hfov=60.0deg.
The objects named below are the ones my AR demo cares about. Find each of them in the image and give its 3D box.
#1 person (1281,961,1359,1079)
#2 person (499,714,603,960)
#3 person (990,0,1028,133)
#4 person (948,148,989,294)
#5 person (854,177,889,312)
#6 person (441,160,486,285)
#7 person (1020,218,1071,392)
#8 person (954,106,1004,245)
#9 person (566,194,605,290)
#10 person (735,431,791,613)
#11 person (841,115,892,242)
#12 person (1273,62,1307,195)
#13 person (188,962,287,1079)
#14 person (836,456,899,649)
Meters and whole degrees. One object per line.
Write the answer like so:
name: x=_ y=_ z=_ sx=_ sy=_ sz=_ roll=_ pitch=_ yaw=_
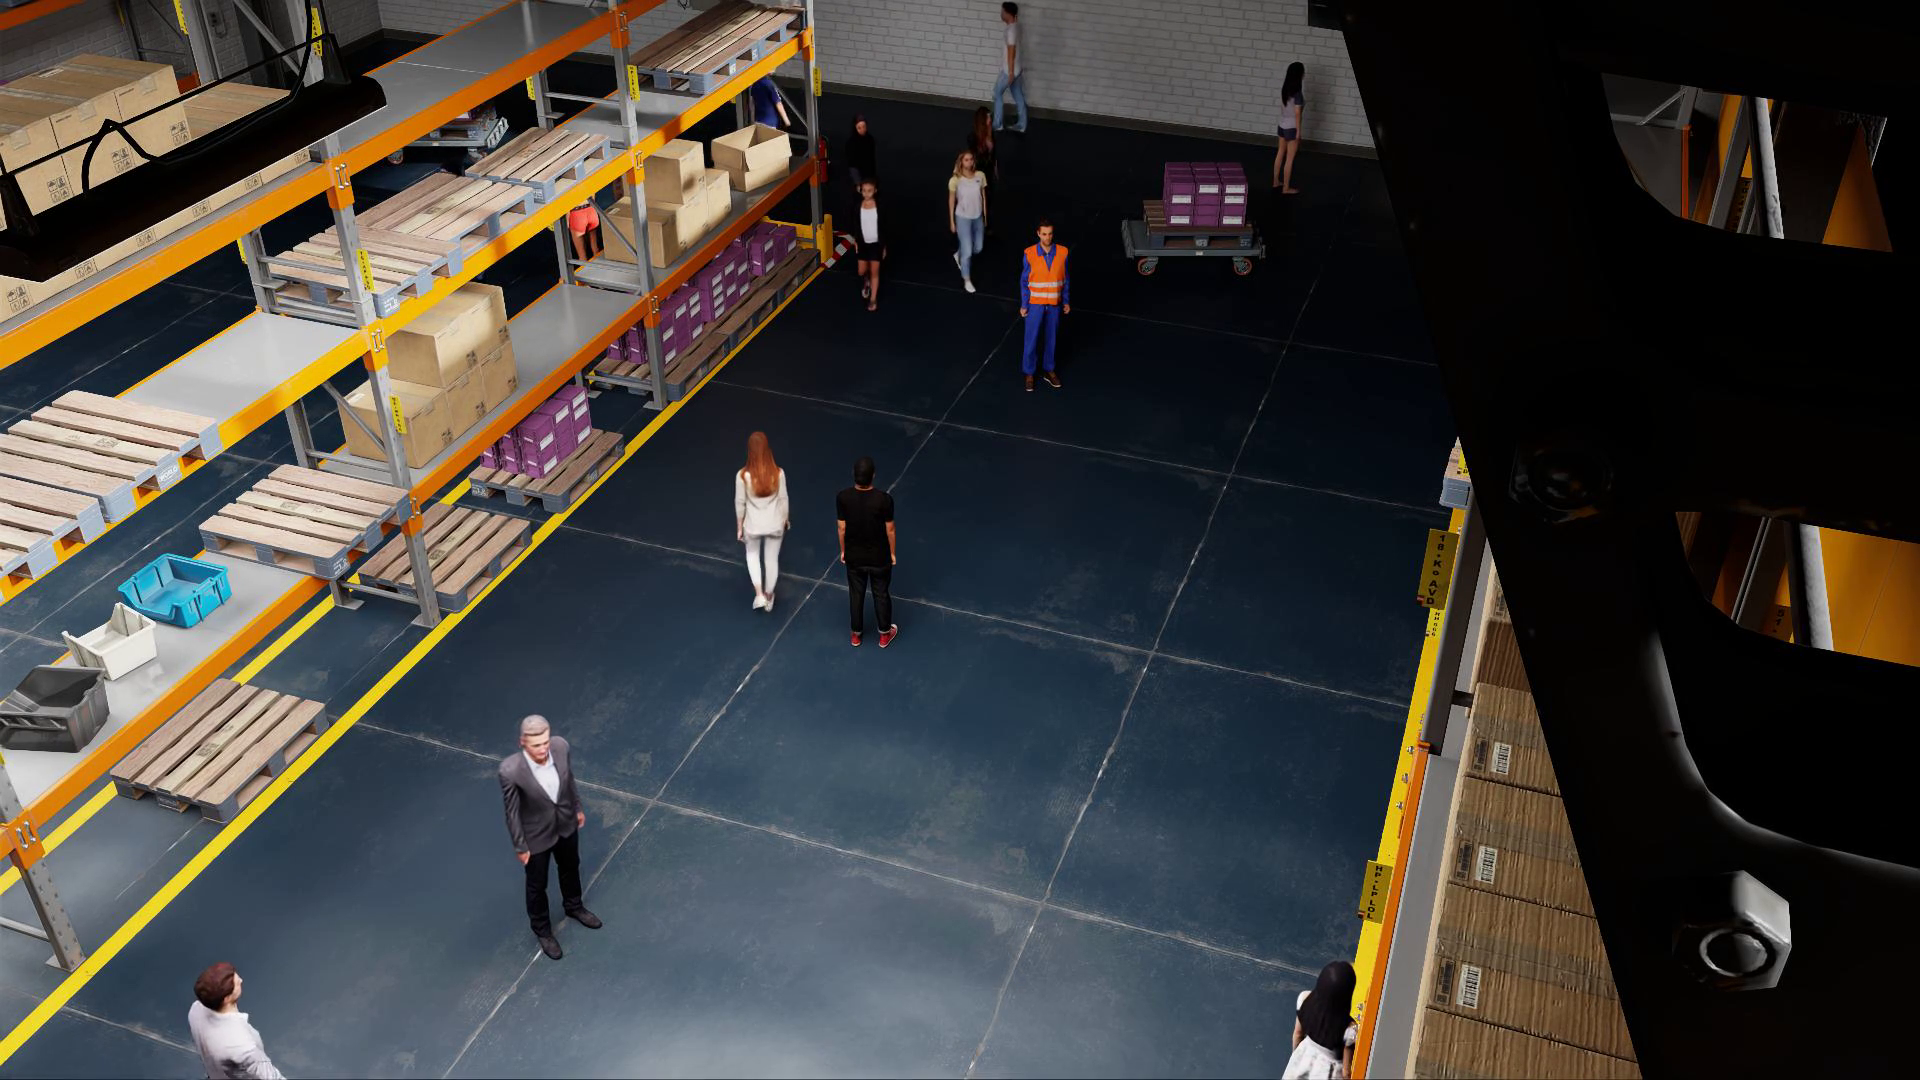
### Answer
person: x=1.959 y=2.962 z=9.068 sx=0.794 sy=1.769 sz=0.773 roll=-26 pitch=41 yaw=-33
person: x=-2.652 y=1.844 z=10.691 sx=0.855 sy=1.836 sz=0.689 roll=26 pitch=41 yaw=33
person: x=0.805 y=-6.628 z=23.436 sx=0.748 sy=1.834 sz=0.782 roll=13 pitch=36 yaw=19
person: x=0.059 y=-3.716 z=19.169 sx=0.902 sy=1.710 sz=0.958 roll=-15 pitch=37 yaw=-22
person: x=-0.989 y=-3.391 z=18.827 sx=0.617 sy=1.547 sz=0.732 roll=4 pitch=34 yaw=6
person: x=-5.596 y=-3.533 z=18.920 sx=0.693 sy=1.680 sz=0.798 roll=22 pitch=40 yaw=30
person: x=0.866 y=-2.439 z=17.107 sx=0.792 sy=1.864 sz=0.812 roll=-8 pitch=35 yaw=-12
person: x=0.193 y=-4.491 z=20.359 sx=0.887 sy=1.683 sz=1.086 roll=23 pitch=40 yaw=30
person: x=-4.321 y=-3.701 z=19.076 sx=0.700 sy=1.786 sz=0.582 roll=27 pitch=42 yaw=35
person: x=-1.608 y=-0.082 z=13.709 sx=0.735 sy=1.701 sz=0.792 roll=-6 pitch=34 yaw=-8
person: x=-1.260 y=-4.441 z=20.354 sx=1.118 sy=1.604 sz=1.110 roll=-21 pitch=39 yaw=-28
person: x=4.300 y=-5.389 z=21.690 sx=0.738 sy=1.706 sz=0.654 roll=-10 pitch=35 yaw=-15
person: x=-3.892 y=3.040 z=8.898 sx=0.974 sy=1.828 sz=0.881 roll=-29 pitch=43 yaw=-36
person: x=-0.741 y=0.100 z=13.383 sx=0.677 sy=1.759 sz=0.646 roll=4 pitch=34 yaw=6
